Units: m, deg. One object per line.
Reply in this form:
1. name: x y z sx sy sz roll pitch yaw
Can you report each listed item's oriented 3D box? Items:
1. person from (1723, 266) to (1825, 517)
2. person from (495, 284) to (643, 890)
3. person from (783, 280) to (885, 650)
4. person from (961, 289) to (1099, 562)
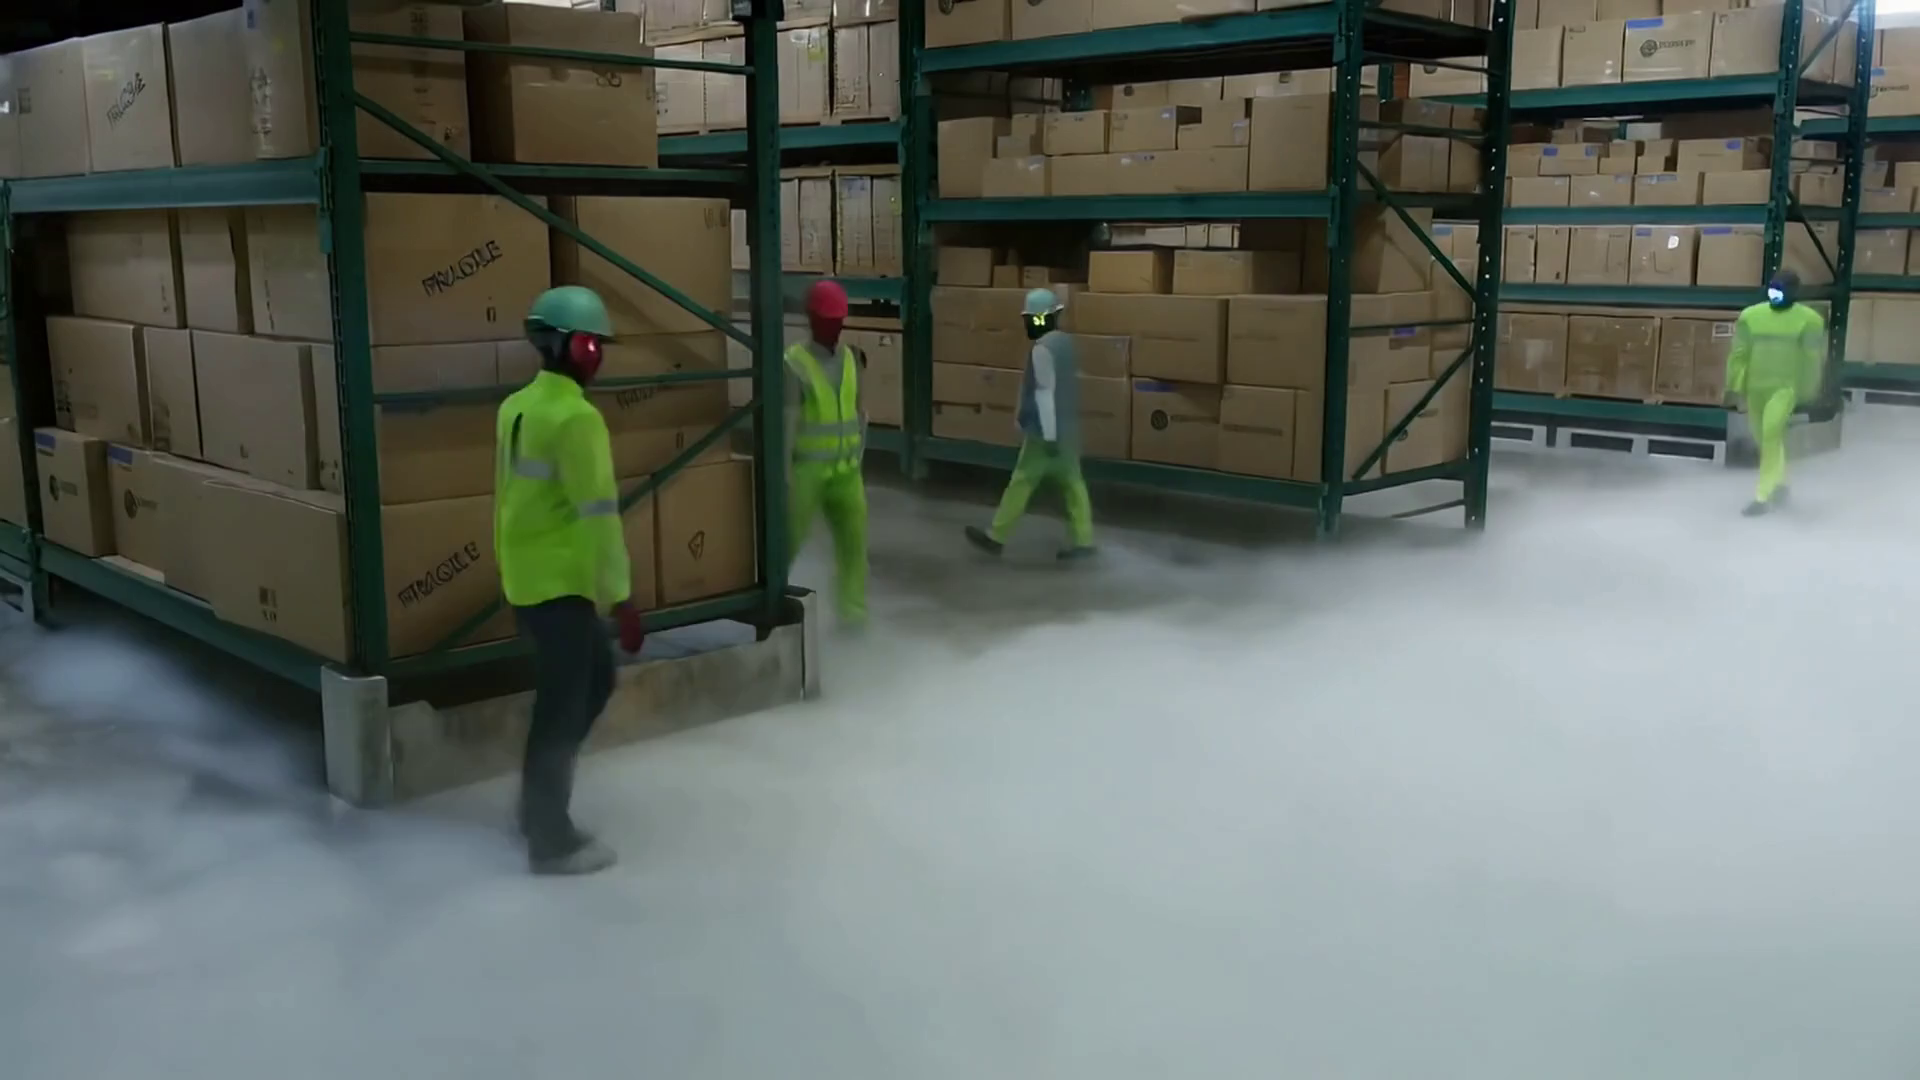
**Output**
1. person: 6.310 -1.153 12.836 0.933 1.908 0.631 -9 13 -39
2. person: -1.304 0.154 5.487 0.506 1.964 0.652 -7 12 -33
3. person: -0.775 -0.415 8.785 0.628 1.913 0.960 -8 13 -37
4. person: 0.500 -0.742 10.899 0.943 1.774 0.613 5 11 24
